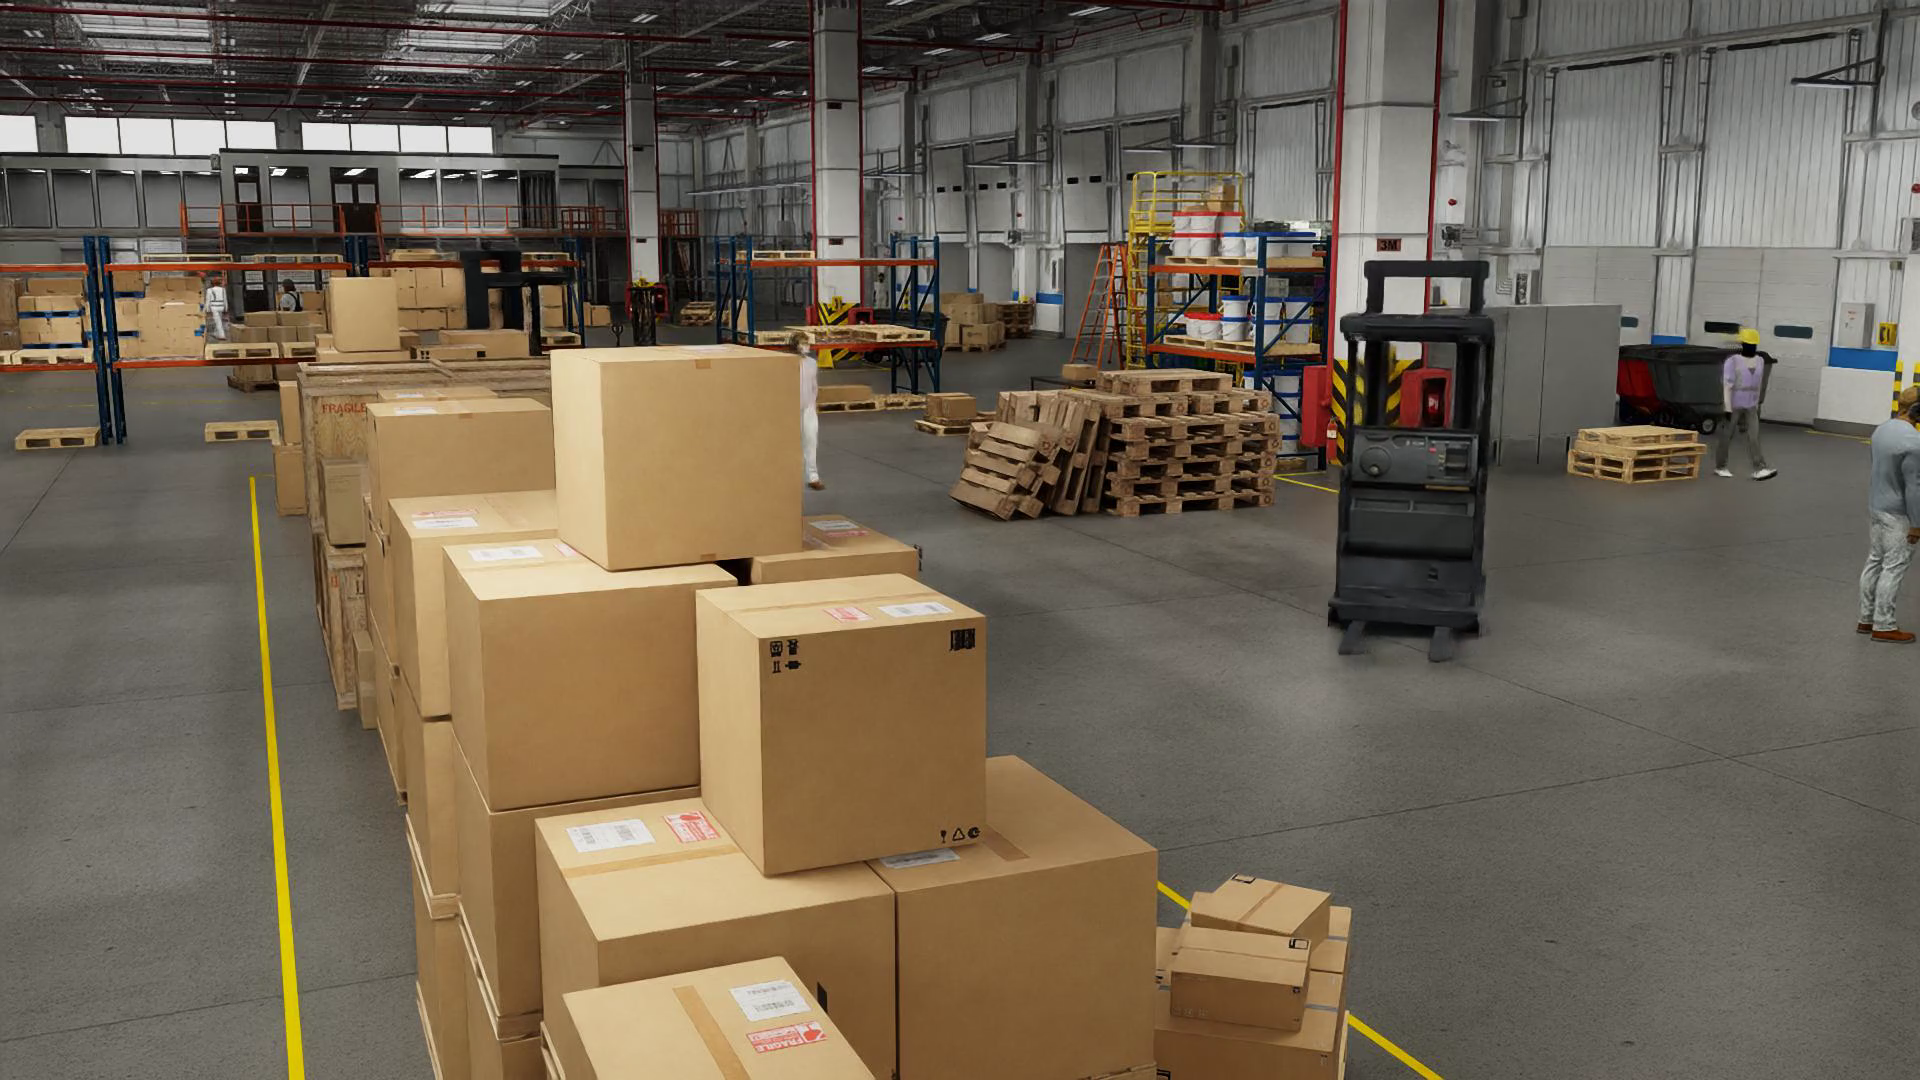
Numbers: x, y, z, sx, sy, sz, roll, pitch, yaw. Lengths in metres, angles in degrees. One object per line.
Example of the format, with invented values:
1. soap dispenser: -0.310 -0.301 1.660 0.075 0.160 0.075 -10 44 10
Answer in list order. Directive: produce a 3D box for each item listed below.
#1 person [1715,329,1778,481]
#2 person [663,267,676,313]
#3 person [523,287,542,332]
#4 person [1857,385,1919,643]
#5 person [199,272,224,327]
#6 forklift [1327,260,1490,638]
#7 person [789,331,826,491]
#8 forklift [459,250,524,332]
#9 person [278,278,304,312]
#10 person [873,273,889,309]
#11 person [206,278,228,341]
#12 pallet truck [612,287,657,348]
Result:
1. person: 9.747 -1.667 20.621 0.617 1.871 0.980 -2 11 -13
2. person: -11.742 -10.096 67.184 0.506 1.846 0.351 2 11 12
3. person: -12.549 -6.707 48.337 0.608 1.909 0.930 8 13 36
4. person: 6.970 -0.189 12.370 0.384 1.928 0.636 0 10 2
5. person: -24.742 -7.833 54.581 0.980 1.890 0.565 -8 13 -38
6. forklift: 3.632 -0.812 13.161 1.129 2.768 1.873 4 11 19
7. person: -1.997 -1.559 19.974 0.641 1.916 0.905 -9 14 -41
8. forklift: -6.573 -2.692 23.520 1.873 2.768 1.129 5 11 25
9. person: -16.202 -5.295 40.184 0.538 2.000 0.689 2 11 13
10. person: -2.637 -7.961 55.391 0.565 1.850 0.602 0 10 1
11. person: -21.855 -6.750 48.740 0.923 1.841 0.606 6 12 30
12. pallet truck: -6.464 -4.406 35.401 0.823 1.965 1.885 6 12 32
